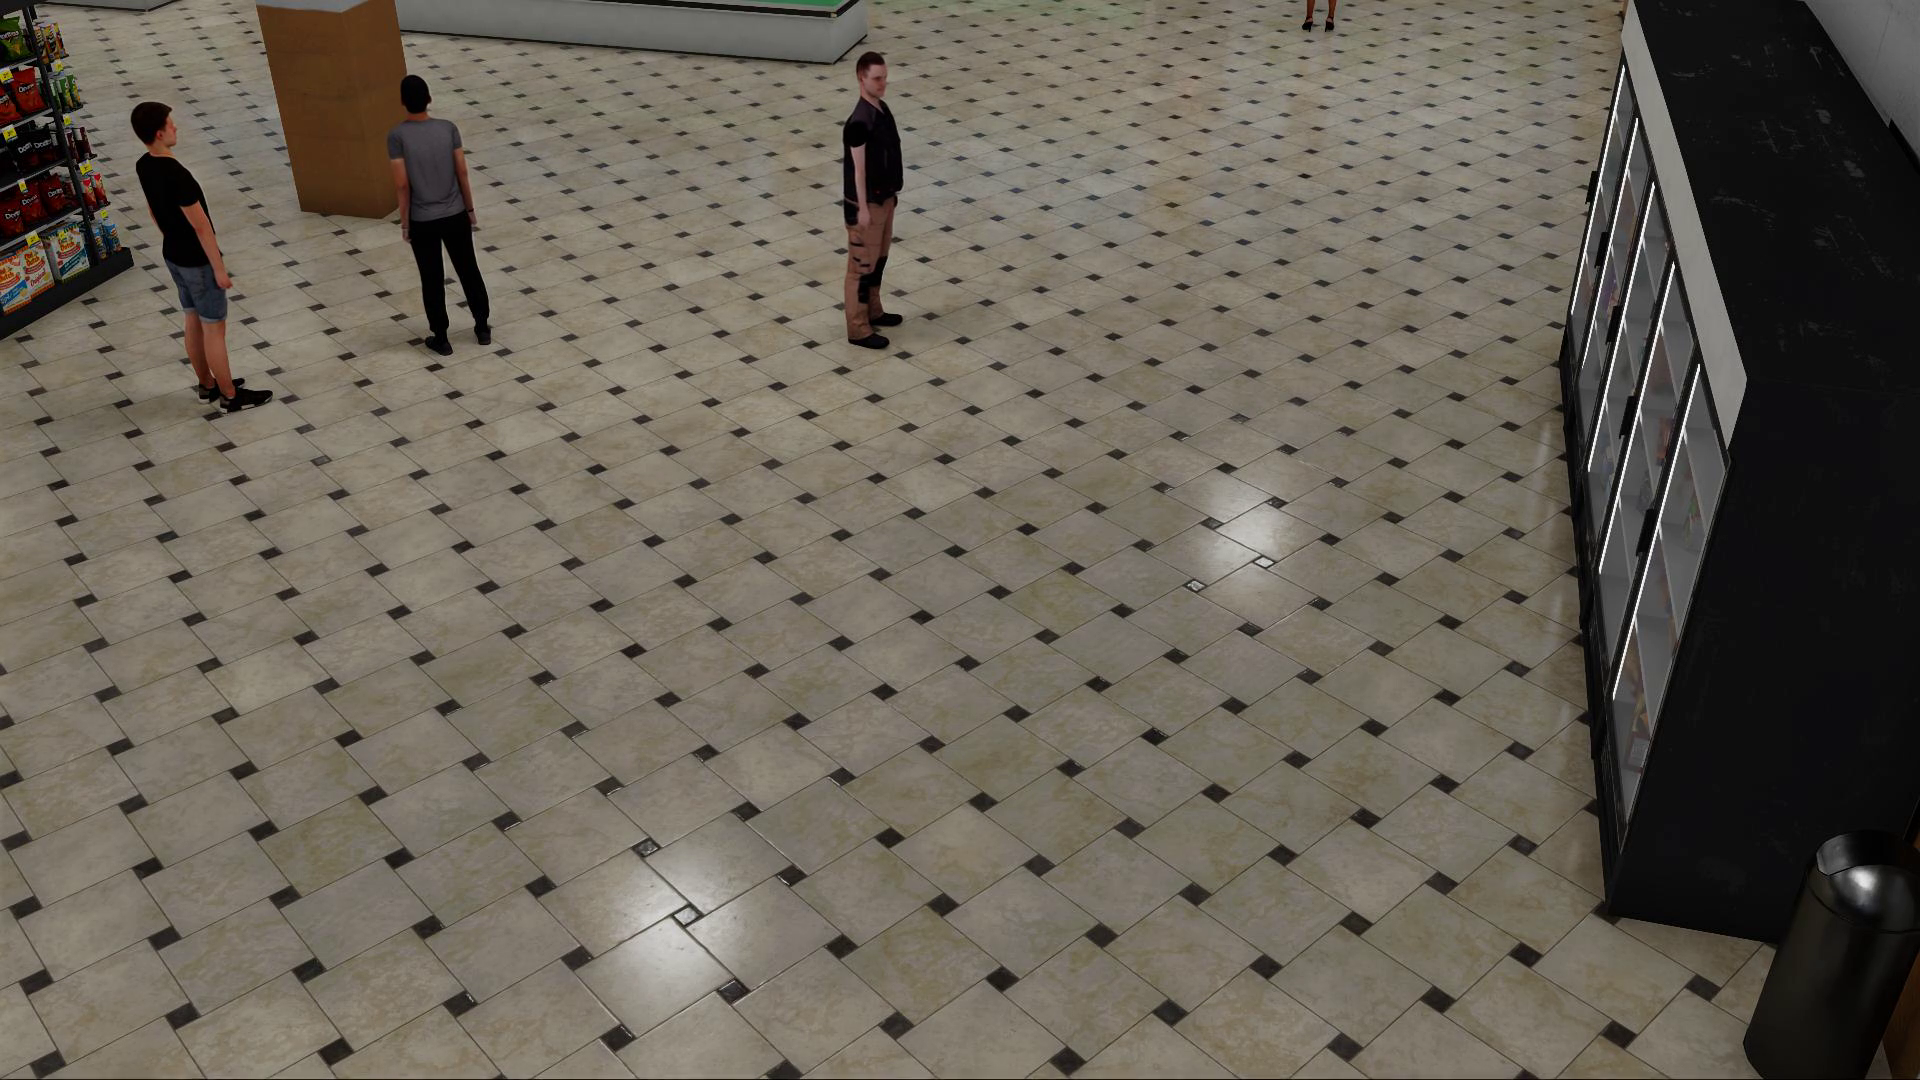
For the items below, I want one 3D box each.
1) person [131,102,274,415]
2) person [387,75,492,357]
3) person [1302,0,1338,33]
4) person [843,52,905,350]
[{"bbox_3d":[-4.457,-1.625,9.624,0.640,1.847,0.788,22,38,32],"label":"person"},{"bbox_3d":[-3.253,-2.017,10.340,0.695,1.754,0.740,-19,37,-28],"label":"person"},{"bbox_3d":[3.705,-6.052,16.799,0.495,1.781,0.669,4,32,6],"label":"person"},{"bbox_3d":[-0.573,-2.154,10.480,0.561,1.840,0.666,8,33,12],"label":"person"}]
